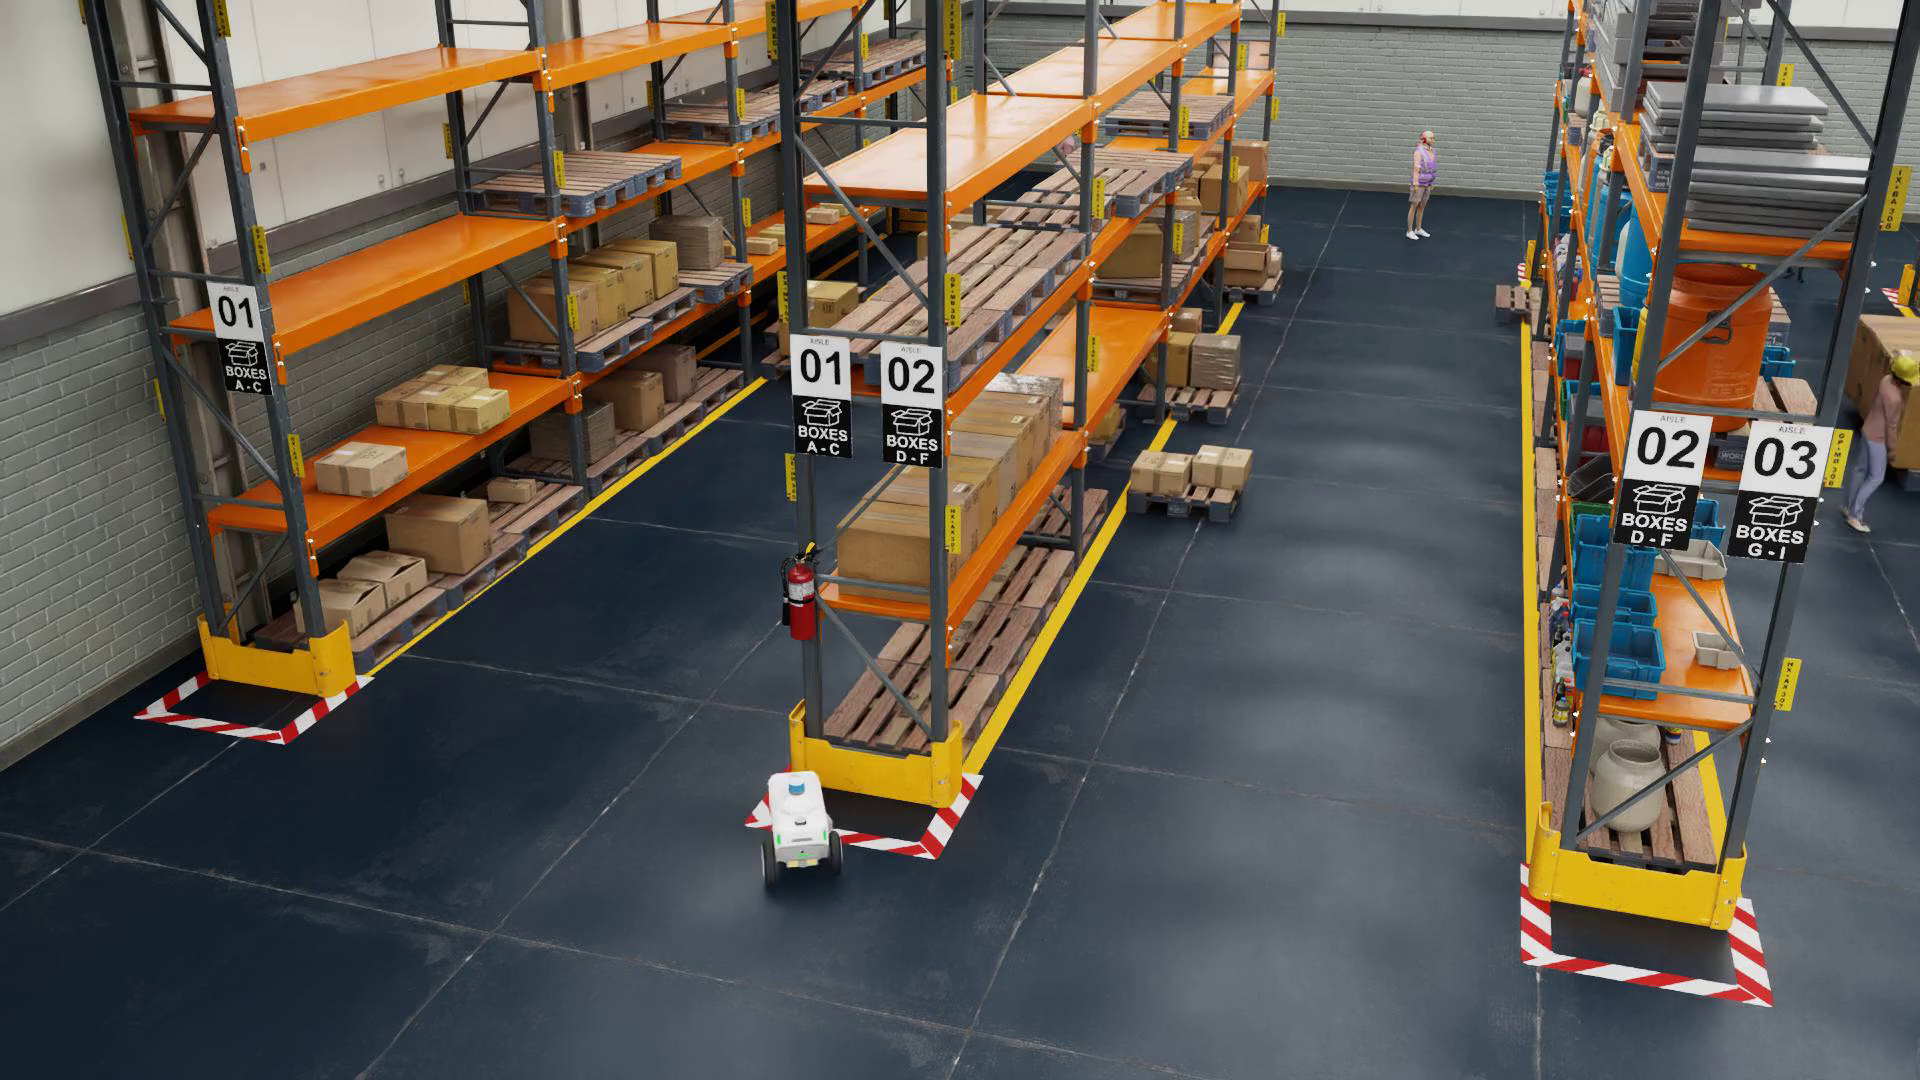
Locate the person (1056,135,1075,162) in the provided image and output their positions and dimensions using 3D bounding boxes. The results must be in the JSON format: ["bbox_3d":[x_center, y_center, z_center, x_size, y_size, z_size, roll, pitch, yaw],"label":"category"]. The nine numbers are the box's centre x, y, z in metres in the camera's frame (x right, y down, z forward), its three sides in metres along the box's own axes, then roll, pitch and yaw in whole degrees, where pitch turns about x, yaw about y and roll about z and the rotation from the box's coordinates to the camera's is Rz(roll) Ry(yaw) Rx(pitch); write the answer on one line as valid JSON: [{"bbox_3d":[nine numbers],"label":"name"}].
[{"bbox_3d":[1.712,-5.926,26.981,0.333,1.801,0.521,1,23,3],"label":"person"}]

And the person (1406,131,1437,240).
[{"bbox_3d":[7.358,-5.656,26.486,0.482,1.694,0.345,-19,30,-37],"label":"person"}]

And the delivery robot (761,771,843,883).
[{"bbox_3d":[-1.018,1.821,10.613,0.525,0.614,0.786,-4,24,-9],"label":"delivery robot"}]

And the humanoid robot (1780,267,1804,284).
[{"bbox_3d":[12.158,-4.543,23.948,0.403,1.651,0.596,-8,25,-19],"label":"humanoid robot"}]

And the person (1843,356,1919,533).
[{"bbox_3d":[8.602,-0.955,15.558,0.323,1.716,0.664,6,24,14],"label":"person"}]
